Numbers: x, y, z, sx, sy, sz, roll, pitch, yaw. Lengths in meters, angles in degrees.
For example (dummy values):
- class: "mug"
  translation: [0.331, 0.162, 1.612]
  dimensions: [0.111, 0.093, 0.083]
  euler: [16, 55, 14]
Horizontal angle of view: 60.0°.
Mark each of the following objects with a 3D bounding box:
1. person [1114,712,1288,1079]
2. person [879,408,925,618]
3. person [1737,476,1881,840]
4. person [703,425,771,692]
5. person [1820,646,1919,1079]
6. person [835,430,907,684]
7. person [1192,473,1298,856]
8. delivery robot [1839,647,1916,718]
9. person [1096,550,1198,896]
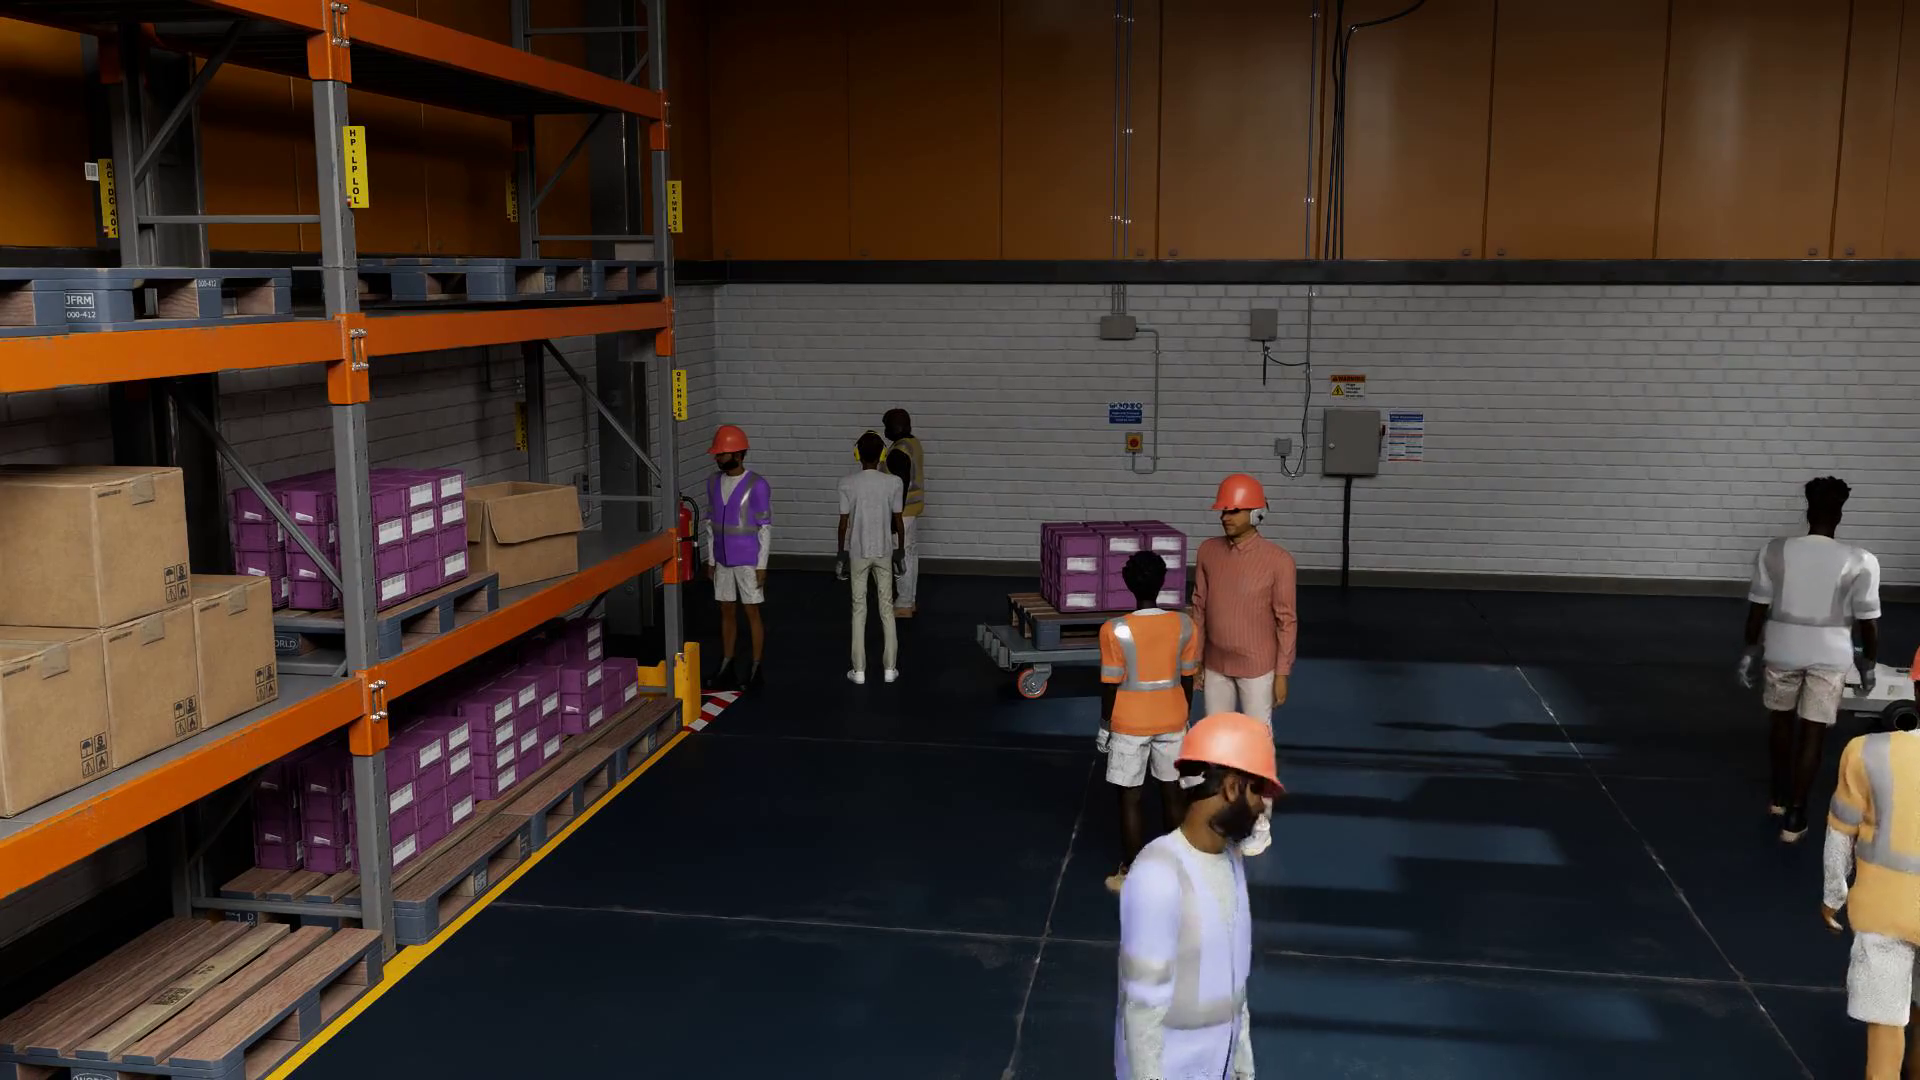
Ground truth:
- class: "person"
  translation: [0.583, 1.402, 4.363]
  dimensions: [0.347, 1.891, 0.584]
  euler: [8, 12, 39]
- class: "person"
  translation: [-0.532, -0.237, 14.588]
  dimensions: [0.429, 1.839, 0.623]
  euler: [1, 9, 8]
- class: "person"
  translation: [4.631, 0.609, 9.035]
  dimensions: [0.645, 1.937, 0.831]
  euler: [7, 11, 37]
- class: "person"
  translation: [-1.619, 0.133, 12.006]
  dimensions: [0.546, 1.934, 0.376]
  euler: [6, 11, 32]
- class: "person"
  translation: [3.122, 1.230, 5.427]
  dimensions: [0.550, 1.878, 1.046]
  euler: [4, 10, 23]
- class: "person"
  translation: [-0.659, 0.132, 12.241]
  dimensions: [0.533, 1.860, 0.315]
  euler: [-2, 9, -10]
- class: "person"
  translation: [1.453, 0.642, 8.676]
  dimensions: [0.612, 1.996, 0.389]
  euler: [9, 13, 43]
- class: "delivery robot"
  translation: [5.901, 0.949, 10.922]
  dimensions: [0.707, 0.478, 0.477]
  euler: [2, 9, 14]
- class: "person"
  translation: [0.899, 0.893, 8.037]
  dimensions: [0.537, 1.697, 0.320]
  euler: [-4, 10, -21]
